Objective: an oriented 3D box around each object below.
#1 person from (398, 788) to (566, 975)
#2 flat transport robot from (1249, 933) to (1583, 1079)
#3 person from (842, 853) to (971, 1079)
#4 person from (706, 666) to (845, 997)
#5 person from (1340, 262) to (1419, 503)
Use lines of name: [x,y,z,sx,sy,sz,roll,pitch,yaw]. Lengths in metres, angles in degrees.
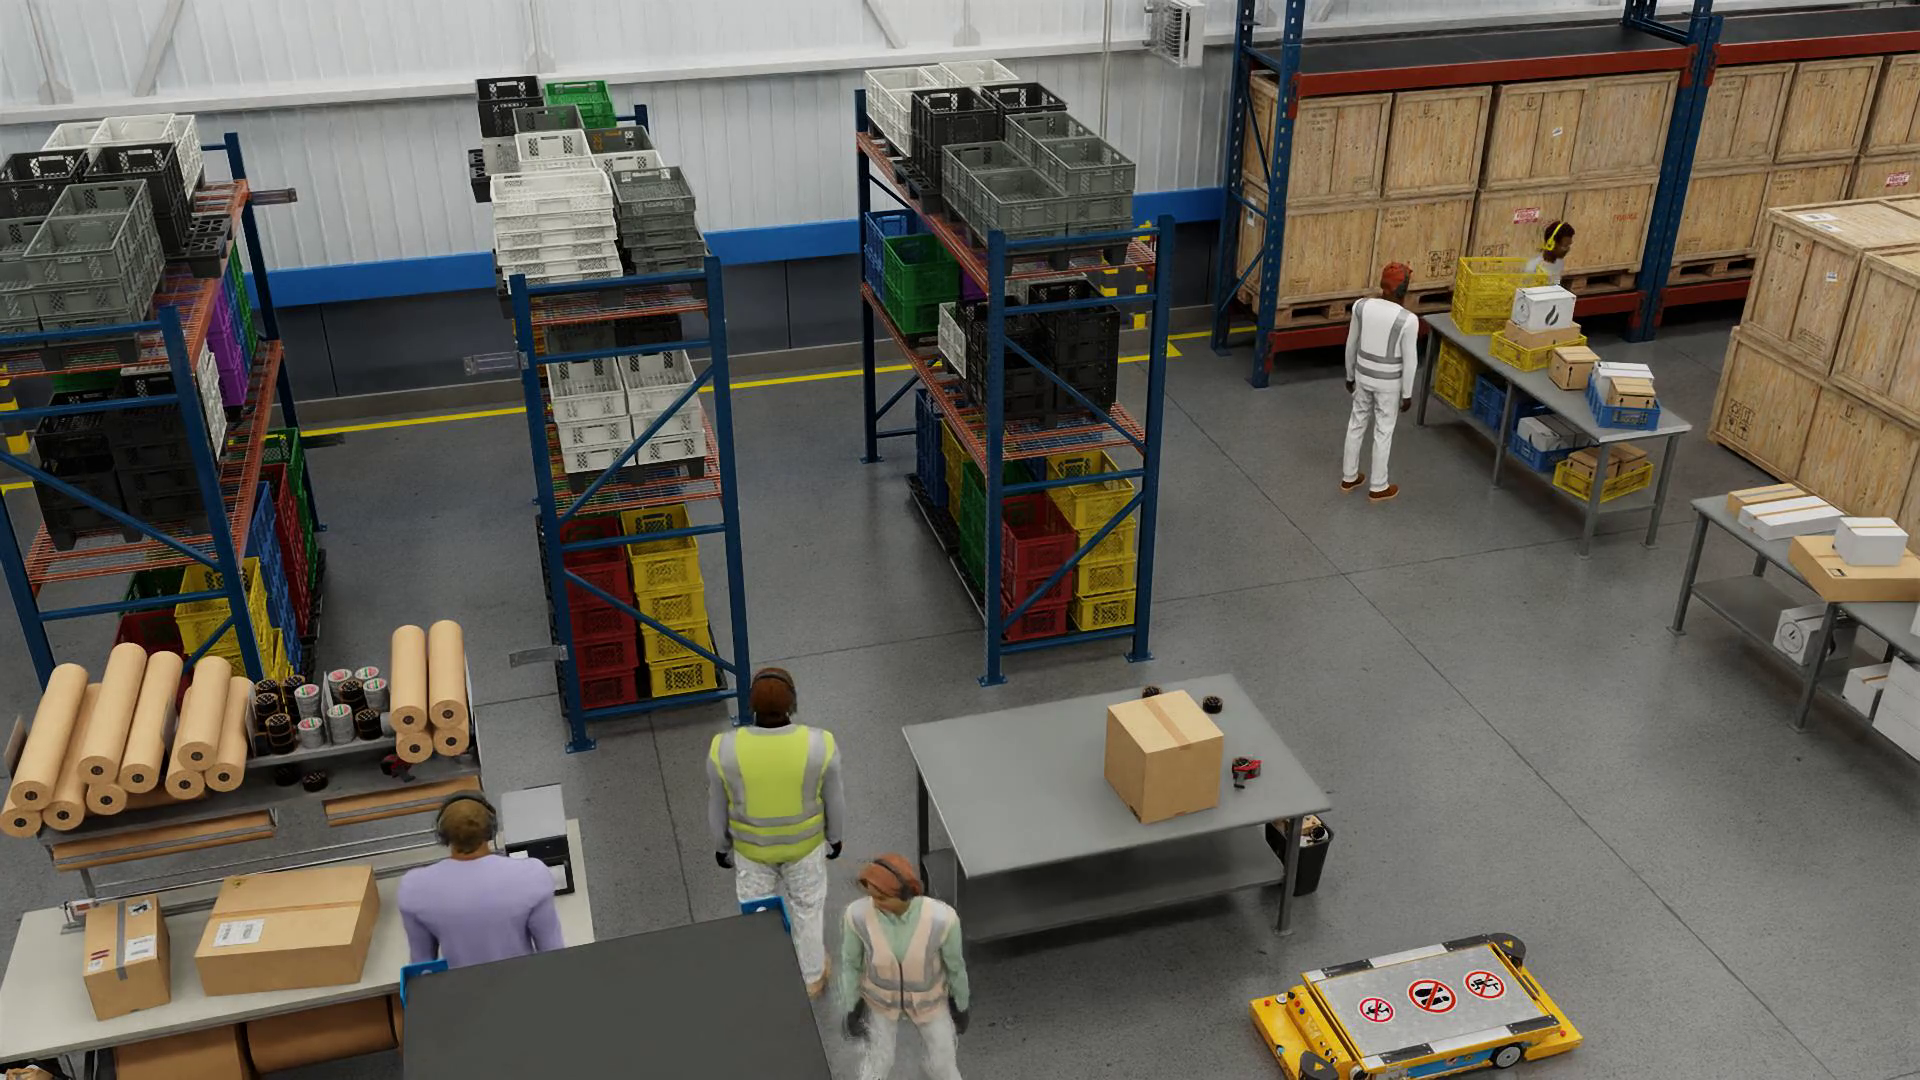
person: [-1.962,1.875,7.018,0.628,1.930,0.382,-3,29,-5]
flat transport robot: [2.184,2.282,7.980,1.431,0.197,0.652,-8,30,-14]
person: [-0.222,1.985,7.129,0.557,1.621,0.329,3,29,6]
person: [-0.863,1.418,7.949,0.639,1.836,0.429,-3,29,-5]
person: [3.186,-1.199,12.648,0.342,1.885,0.579,-25,37,-37]
